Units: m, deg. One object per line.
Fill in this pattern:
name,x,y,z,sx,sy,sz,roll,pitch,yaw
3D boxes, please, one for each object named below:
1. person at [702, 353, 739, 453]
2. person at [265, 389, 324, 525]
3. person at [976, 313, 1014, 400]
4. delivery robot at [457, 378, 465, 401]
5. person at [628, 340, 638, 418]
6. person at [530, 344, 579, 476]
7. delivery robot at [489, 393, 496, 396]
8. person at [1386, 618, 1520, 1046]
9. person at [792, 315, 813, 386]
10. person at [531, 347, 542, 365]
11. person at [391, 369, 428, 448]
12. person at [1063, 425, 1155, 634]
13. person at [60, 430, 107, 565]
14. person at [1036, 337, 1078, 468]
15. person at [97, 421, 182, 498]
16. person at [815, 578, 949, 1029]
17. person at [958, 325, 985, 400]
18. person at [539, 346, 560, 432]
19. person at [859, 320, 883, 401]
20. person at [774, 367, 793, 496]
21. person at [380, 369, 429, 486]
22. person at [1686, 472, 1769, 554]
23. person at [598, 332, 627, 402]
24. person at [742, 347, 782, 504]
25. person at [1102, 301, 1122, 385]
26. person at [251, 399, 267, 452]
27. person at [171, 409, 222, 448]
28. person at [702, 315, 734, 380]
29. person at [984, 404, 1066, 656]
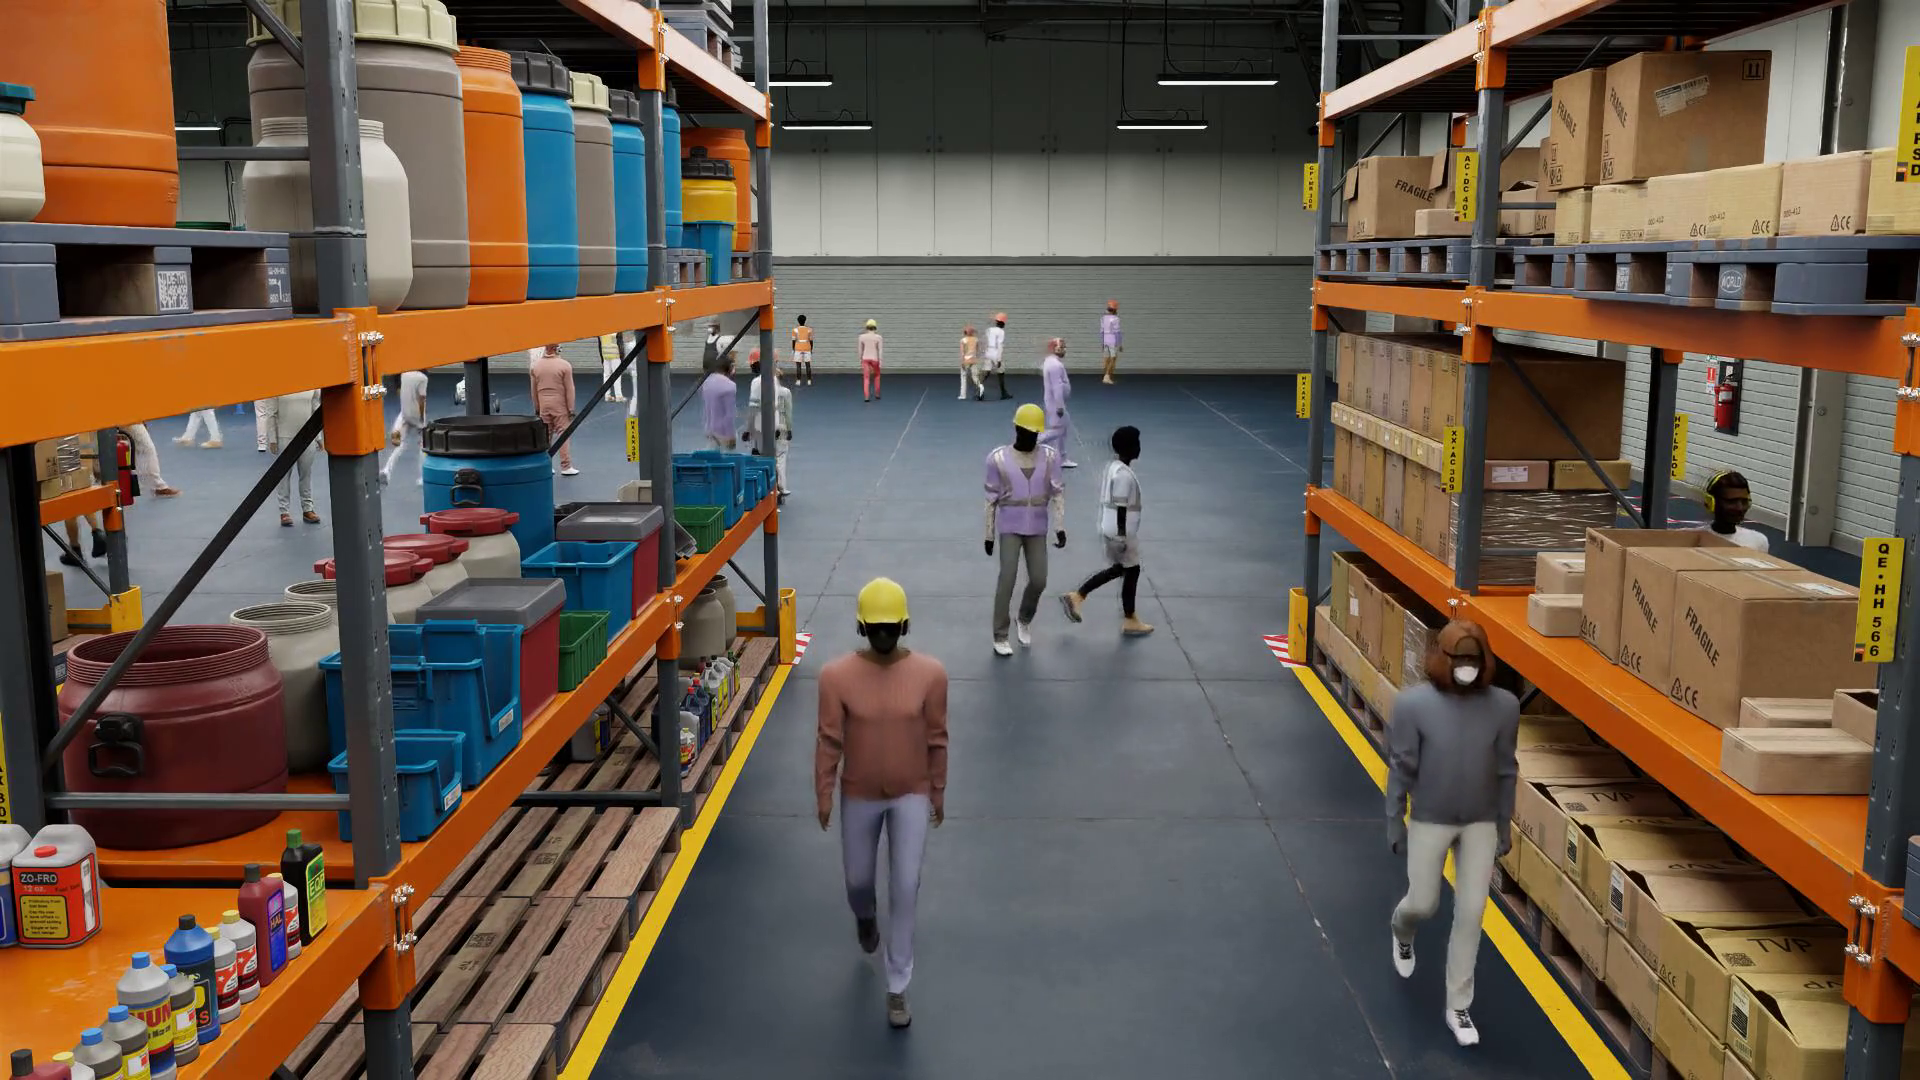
person,-2.900,-1.272,19.684,0.693,1.913,0.634,-9,13,-43
person,-7.540,-1.155,18.880,0.629,1.937,0.379,-8,12,-40
person,0.711,-3.945,35.790,1.014,1.878,0.643,-7,11,-34
delivery robot,-10.377,-3.169,34.917,0.477,0.478,0.707,-3,10,-19
person,-5.718,-2.979,29.953,0.615,1.899,0.981,3,10,16
person,-5.634,-1.853,23.144,0.642,1.909,0.399,3,10,16
delivery robot,-9.426,-2.995,33.099,0.335,0.223,0.698,-2,10,-13
person,1.895,1.078,6.465,0.503,1.614,0.585,0,9,-1
person,-3.786,-4.558,39.966,0.541,1.698,0.316,-3,10,-19
person,-8.109,-3.254,32.423,0.507,1.608,0.689,-4,10,-21
person,-8.752,-2.435,26.443,0.621,1.973,0.736,2,10,12
person,1.202,-0.079,13.233,0.650,1.680,0.532,0,9,-2
person,-8.669,-0.711,16.234,0.449,1.926,0.576,5,11,26
person,1.324,-1.965,23.874,0.709,1.885,0.654,0,9,1
person,-10.433,-1.496,20.886,1.003,1.954,0.628,-3,10,-19
person,-0.310,0.983,6.655,0.528,1.742,0.704,-1,10,-4
person,0.240,-3.815,35.760,0.522,1.614,0.658,-7,12,-36
person,-7.194,-2.871,29.152,0.412,1.937,0.605,-4,10,-22
person,-1.888,-3.848,35.637,0.545,1.723,0.901,1,10,8
person,-2.369,-1.382,21.170,0.514,1.629,0.323,3,10,19
person,-7.281,-1.604,21.925,0.510,1.825,0.784,5,11,28
person,4.038,0.564,8.834,0.555,1.851,0.744,0,9,2
person,-7.396,-3.875,35.453,0.634,1.841,0.429,5,11,27
person,-2.477,-1.400,20.399,0.664,1.912,0.547,3,10,15
person,3.628,-4.781,40.408,0.569,2.016,0.671,-6,11,-31
person,-10.844,-2.341,26.072,0.643,1.908,0.411,-3,10,-18
person,-12.214,-2.367,26.484,0.771,1.814,0.657,-4,10,-21
person,-4.443,-3.105,30.373,0.541,2.000,0.704,-8,12,-38
person,0.477,-0.093,12.623,0.601,1.900,0.550,-3,10,-15
